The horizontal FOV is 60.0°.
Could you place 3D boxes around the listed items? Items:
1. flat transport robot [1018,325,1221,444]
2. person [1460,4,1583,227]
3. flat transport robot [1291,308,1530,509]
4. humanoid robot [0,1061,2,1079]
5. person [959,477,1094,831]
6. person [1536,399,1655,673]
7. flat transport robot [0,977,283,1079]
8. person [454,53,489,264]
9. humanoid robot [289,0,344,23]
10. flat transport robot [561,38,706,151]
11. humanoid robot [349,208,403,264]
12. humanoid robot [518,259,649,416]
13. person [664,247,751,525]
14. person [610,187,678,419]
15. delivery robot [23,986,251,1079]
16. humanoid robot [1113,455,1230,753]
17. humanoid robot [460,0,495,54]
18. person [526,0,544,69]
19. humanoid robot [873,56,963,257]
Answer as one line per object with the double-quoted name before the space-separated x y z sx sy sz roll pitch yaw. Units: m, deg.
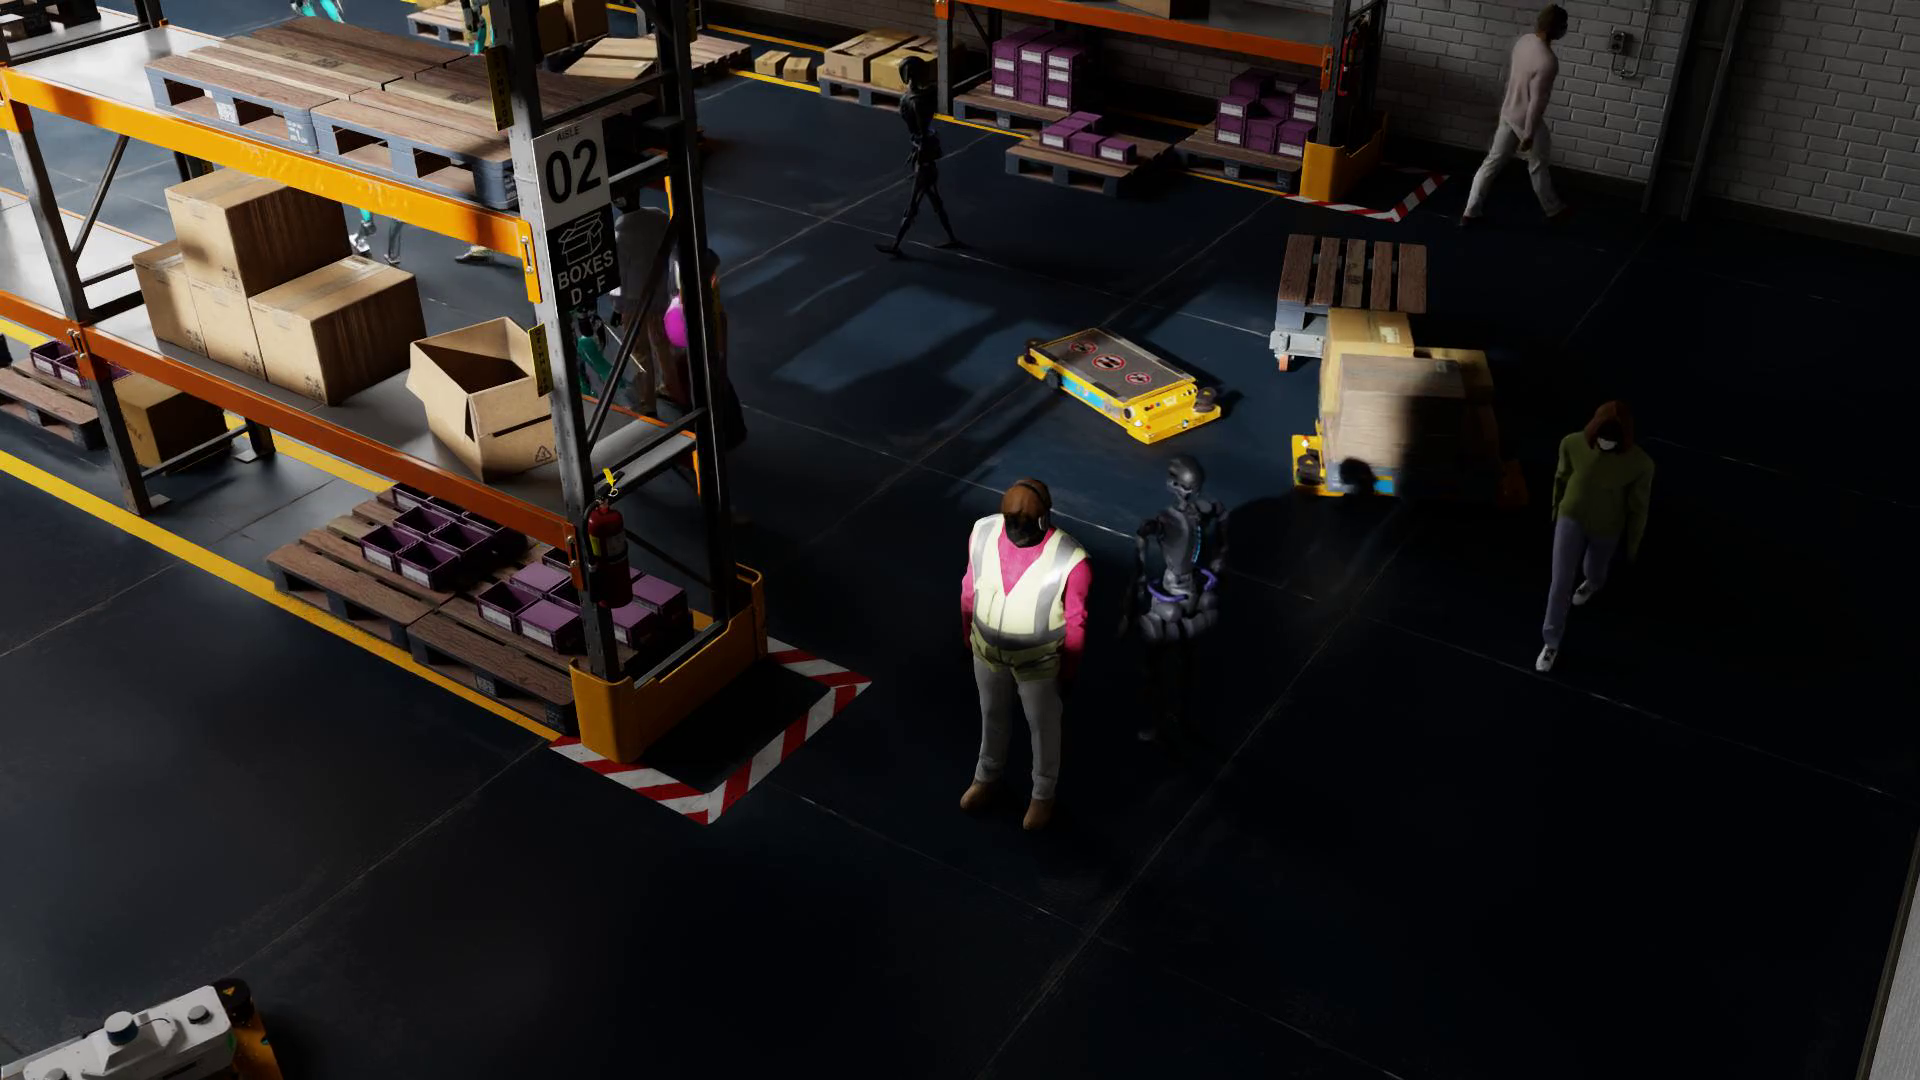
"flat transport robot" 1.092 -1.111 11.581 0.659 0.231 1.431 -21 39 -29
"person" 4.753 -3.475 13.741 1.040 1.880 0.640 -6 34 -10
"flat transport robot" 2.858 -0.483 10.616 1.431 0.231 0.659 4 33 6
"humanoid robot" -3.679 1.718 5.945 0.330 1.652 0.606 -7 34 -10
"person" 0.272 0.524 7.627 0.622 1.844 0.429 16 36 23
"person" 3.395 -0.120 8.856 0.508 1.586 0.795 18 37 25
"flat transport robot" -3.410 2.241 6.429 1.431 0.231 0.659 -20 38 -27
"person" -3.640 -2.982 13.136 0.883 1.715 0.577 -7 34 -11
"humanoid robot" -6.509 -5.547 17.072 0.540 1.773 0.954 -27 41 -35
"flat transport robot" -3.170 -3.722 15.594 1.431 0.231 0.659 6 34 9
"humanoid robot" -4.686 -2.949 13.066 0.545 1.757 0.948 -21 38 -28
"humanoid robot" -2.233 -1.087 10.308 0.720 1.903 0.550 14 36 20
"person" -1.539 -0.916 9.848 0.476 1.832 0.503 13 35 19
"person" -2.131 -1.638 11.035 0.332 1.744 0.558 18 37 26
"delivery robot" -3.179 2.057 6.427 0.750 0.570 0.499 -22 39 -30
"humanoid robot" 1.038 0.321 8.093 0.610 1.661 0.335 -17 37 -24
"humanoid robot" -4.759 -5.162 16.568 0.553 1.895 0.772 -21 39 -29
"person" -3.936 -4.317 14.989 0.450 1.935 0.481 3 33 5
"humanoid robot" -0.344 -3.074 13.338 0.763 1.619 0.608 -5 33 -7
